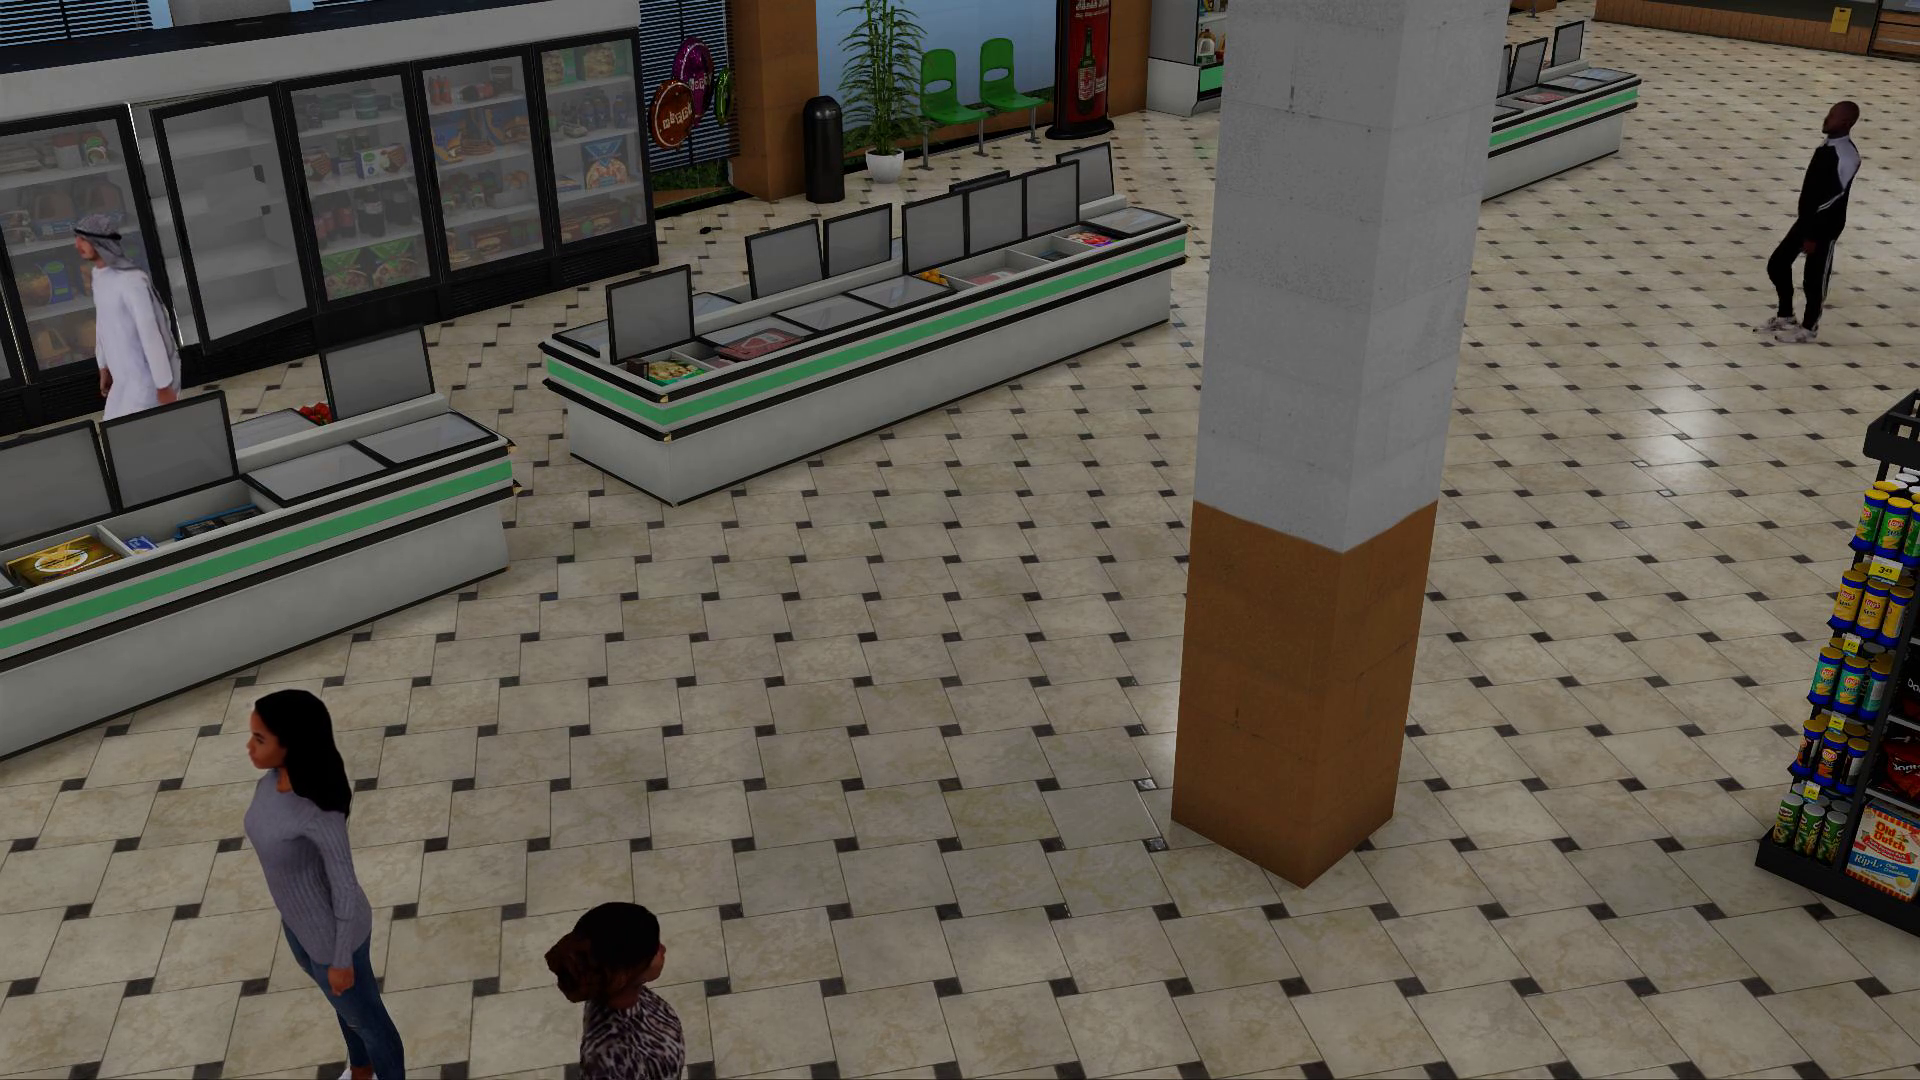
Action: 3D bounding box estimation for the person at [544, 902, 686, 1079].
[{"bbox_3d":[-0.983,1.712,4.497,1.073,1.679,0.999,0,27,0],"label":"person"}]

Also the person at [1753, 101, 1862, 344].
[{"bbox_3d":[6.459,-2.337,12.329,0.887,1.815,0.813,2,27,5],"label":"person"}]

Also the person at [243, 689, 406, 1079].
[{"bbox_3d":[-2.032,1.232,5.381,0.548,1.735,0.626,-20,33,-34],"label":"person"}]

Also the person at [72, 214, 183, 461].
[{"bbox_3d":[-4.577,-0.944,9.476,0.770,1.912,0.707,-22,34,-36],"label":"person"}]
